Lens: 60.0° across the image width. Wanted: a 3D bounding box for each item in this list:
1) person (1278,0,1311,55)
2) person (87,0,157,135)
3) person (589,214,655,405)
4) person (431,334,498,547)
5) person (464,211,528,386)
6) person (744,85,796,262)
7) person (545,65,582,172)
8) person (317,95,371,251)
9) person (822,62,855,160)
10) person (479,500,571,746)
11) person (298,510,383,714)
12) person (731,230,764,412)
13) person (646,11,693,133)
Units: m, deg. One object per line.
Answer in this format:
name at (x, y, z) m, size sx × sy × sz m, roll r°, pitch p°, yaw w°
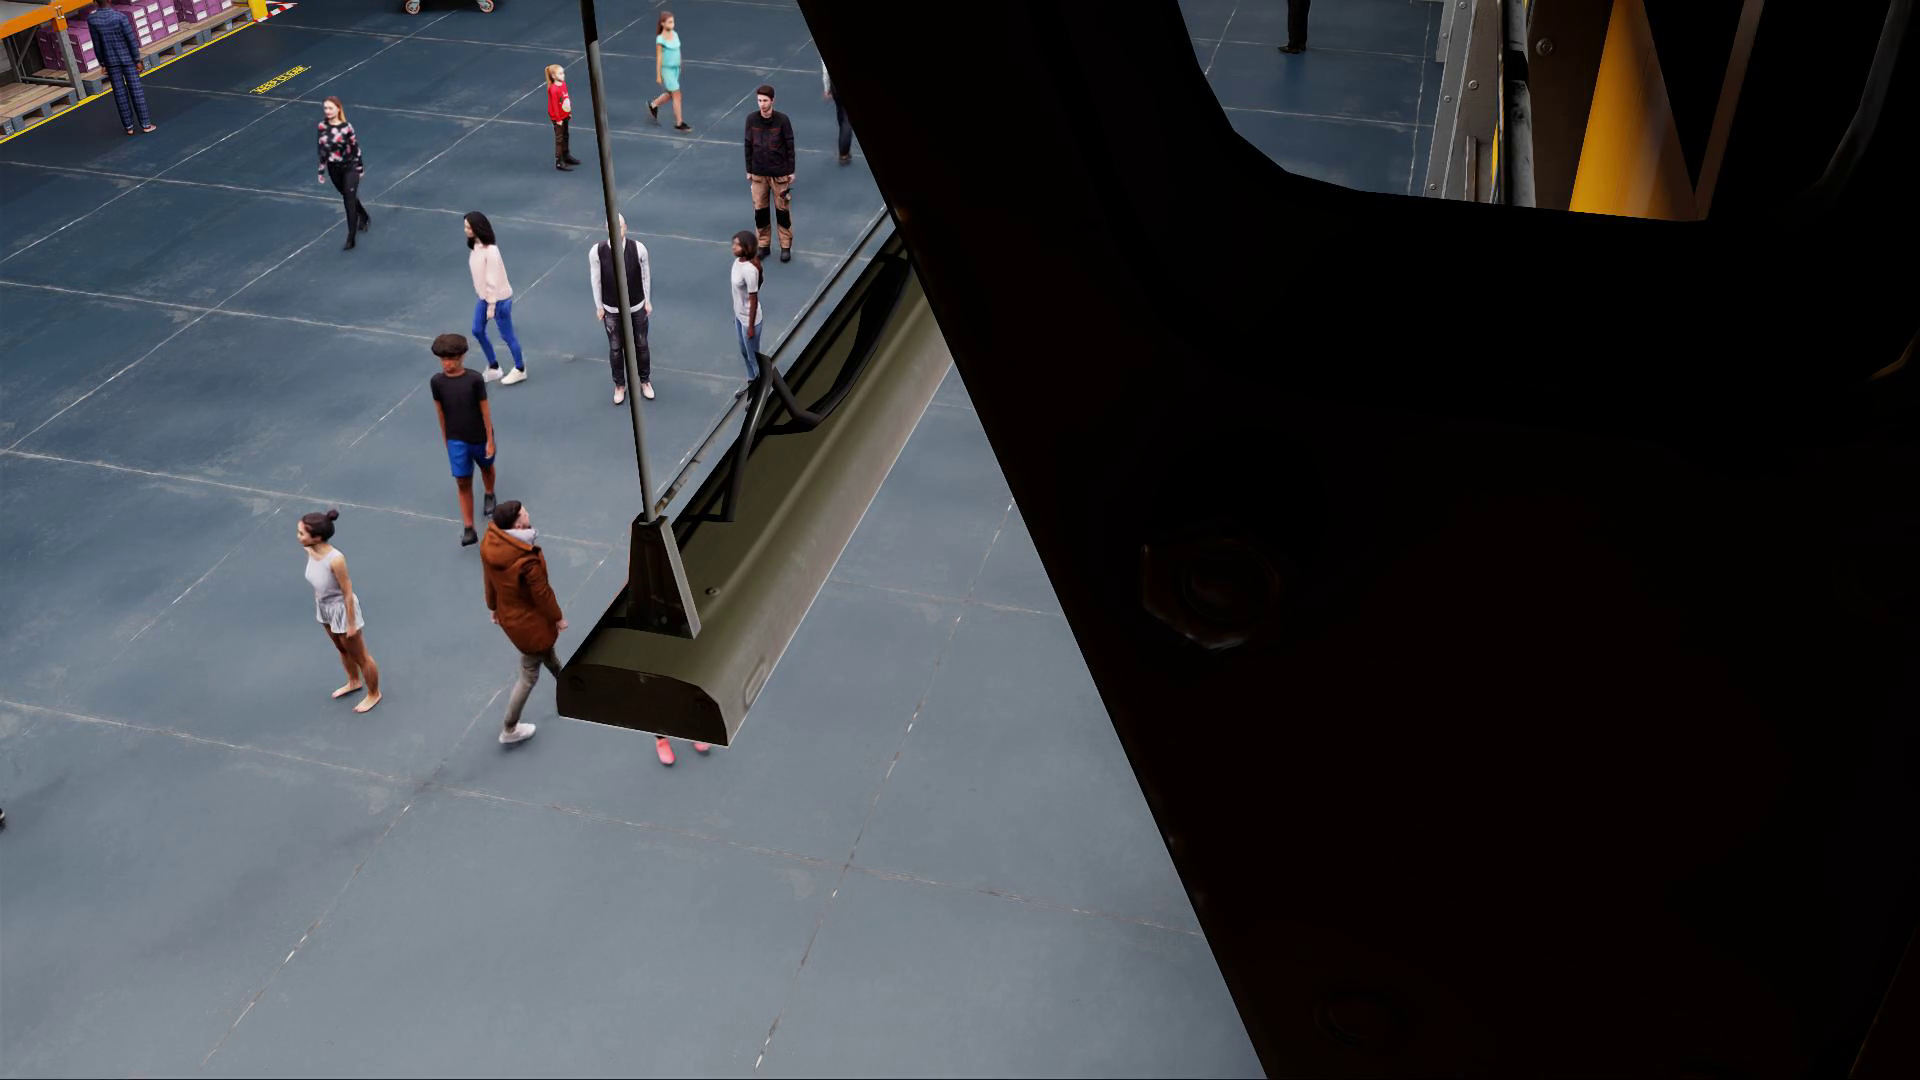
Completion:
person at (4.941, -8.072, 24.162) m, size 0.844 × 1.917 × 0.706 m, roll 28°, pitch 43°, yaw 35°
person at (-10.792, -6.139, 21.339) m, size 0.774 × 1.823 × 0.774 m, roll -8°, pitch 34°, yaw -12°
person at (-3.093, -2.151, 15.338) m, size 0.782 × 1.824 × 0.783 m, roll -9°, pitch 35°, yaw -13°
person at (-3.966, -0.891, 13.516) m, size 0.883 × 1.743 × 1.203 m, roll -4°, pitch 34°, yaw -5°
person at (-4.268, -2.263, 15.572) m, size 0.868 × 1.752 × 0.816 m, roll -24°, pitch 40°, yaw -31°
person at (-2.045, -3.965, 17.976) m, size 0.739 × 1.925 × 0.650 m, roll 3°, pitch 34°, yaw 5°
person at (-4.906, -5.203, 20.421) m, size 0.544 × 1.280 × 0.417 m, roll 7°, pitch 34°, yaw 11°
person at (-6.820, -4.127, 18.474) m, size 0.676 × 1.644 × 1.113 m, roll 4°, pitch 34°, yaw 6°
person at (-1.432, -5.594, 20.555) m, size 0.655 × 1.783 × 1.119 m, roll 8°, pitch 35°, yaw 12°
person at (-2.986, 0.596, 11.236) m, size 1.054 × 1.791 × 1.264 m, roll 27°, pitch 42°, yaw 34°
person at (-4.324, 0.476, 11.577) m, size 0.630 × 1.613 × 0.621 m, roll 24°, pitch 41°, yaw 32°
person at (-1.944, -2.014, 15.228) m, size 0.727 × 1.718 × 0.648 m, roll -14°, pitch 36°, yaw -20°
person at (-3.814, -6.056, 21.476) m, size 0.757 × 1.533 × 0.973 m, roll 17°, pitch 37°, yaw 24°
